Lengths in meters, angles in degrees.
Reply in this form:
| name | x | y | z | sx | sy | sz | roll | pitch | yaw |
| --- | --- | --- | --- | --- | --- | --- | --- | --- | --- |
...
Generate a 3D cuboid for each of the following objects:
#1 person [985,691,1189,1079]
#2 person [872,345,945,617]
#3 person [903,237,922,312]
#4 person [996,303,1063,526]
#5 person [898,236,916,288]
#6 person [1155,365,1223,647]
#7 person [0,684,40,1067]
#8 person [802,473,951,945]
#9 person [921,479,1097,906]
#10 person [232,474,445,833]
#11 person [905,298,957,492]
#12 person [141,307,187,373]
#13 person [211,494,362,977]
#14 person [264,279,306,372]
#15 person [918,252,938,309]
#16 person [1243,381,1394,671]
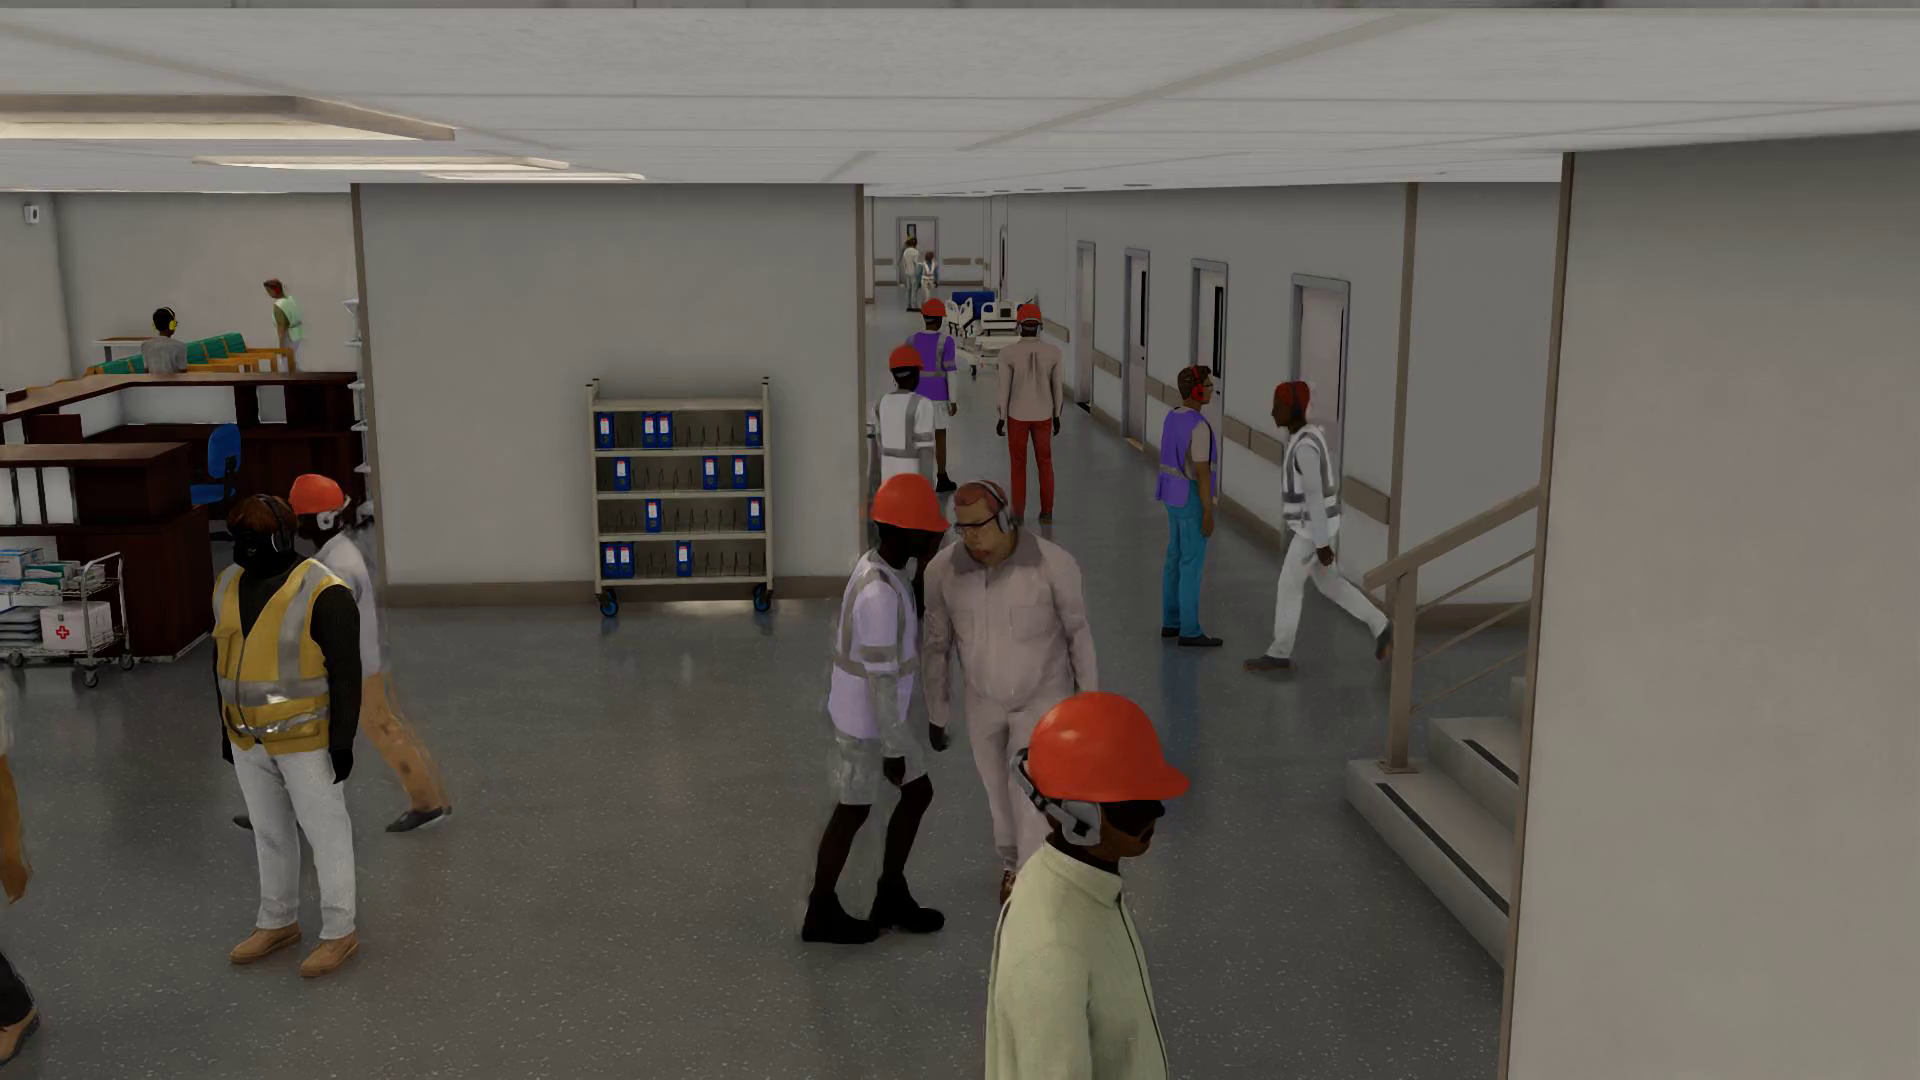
| name | x | y | z | sx | sy | sz | roll | pitch | yaw |
| --- | --- | --- | --- | --- | --- | --- | --- | --- | --- |
| person | 0.238 | 1.264 | 3.294 | 0.383 | 1.996 | 0.609 | 1 | 12 | 7 |
| person | -0.354 | -0.394 | 11.602 | 0.585 | 1.910 | 0.492 | 10 | 15 | 41 |
| person | -1.231 | -6.943 | 43.546 | 0.372 | 1.938 | 0.630 | -9 | 15 | -38 |
| person | 0.618 | -1.127 | 14.979 | 0.623 | 1.992 | 0.397 | -3 | 12 | -16 |
| person | -1.745 | -9.218 | 55.211 | 0.619 | 1.723 | 0.393 | 0 | 12 | -1 |
| person | 1.496 | -0.222 | 10.930 | 0.390 | 1.845 | 0.565 | -4 | 12 | -17 |
| person | -3.255 | 0.968 | 5.276 | 0.533 | 1.786 | 0.929 | 2 | 12 | 12 |
| person | -0.309 | 0.673 | 6.407 | 0.690 | 1.896 | 0.562 | 1 | 12 | 6 |
| person | 0.181 | 0.657 | 6.646 | 0.674 | 1.842 | 0.814 | 4 | 12 | 19 |
| person | -2.833 | 0.542 | 7.549 | 0.924 | 1.699 | 0.585 | -6 | 13 | -27 |
| person | -0.275 | -1.454 | 16.721 | 0.551 | 1.935 | 0.375 | 5 | 13 | 23 |
| person | -7.857 | -1.373 | 16.536 | 0.506 | 1.861 | 0.329 | 2 | 12 | 10 |
| person | -2.552 | 0.733 | 6.273 | 0.634 | 1.841 | 0.429 | 4 | 12 | 21 |
| person | -9.540 | -2.827 | 23.737 | 0.564 | 1.806 | 0.662 | 0 | 12 | -1 |
| person | -0.865 | -6.714 | 43.292 | 0.523 | 1.597 | 0.774 | -5 | 13 | -25 |
| person | 2.267 | -0.066 | 10.203 | 0.920 | 1.846 | 0.608 | 2 | 12 | 12 |
